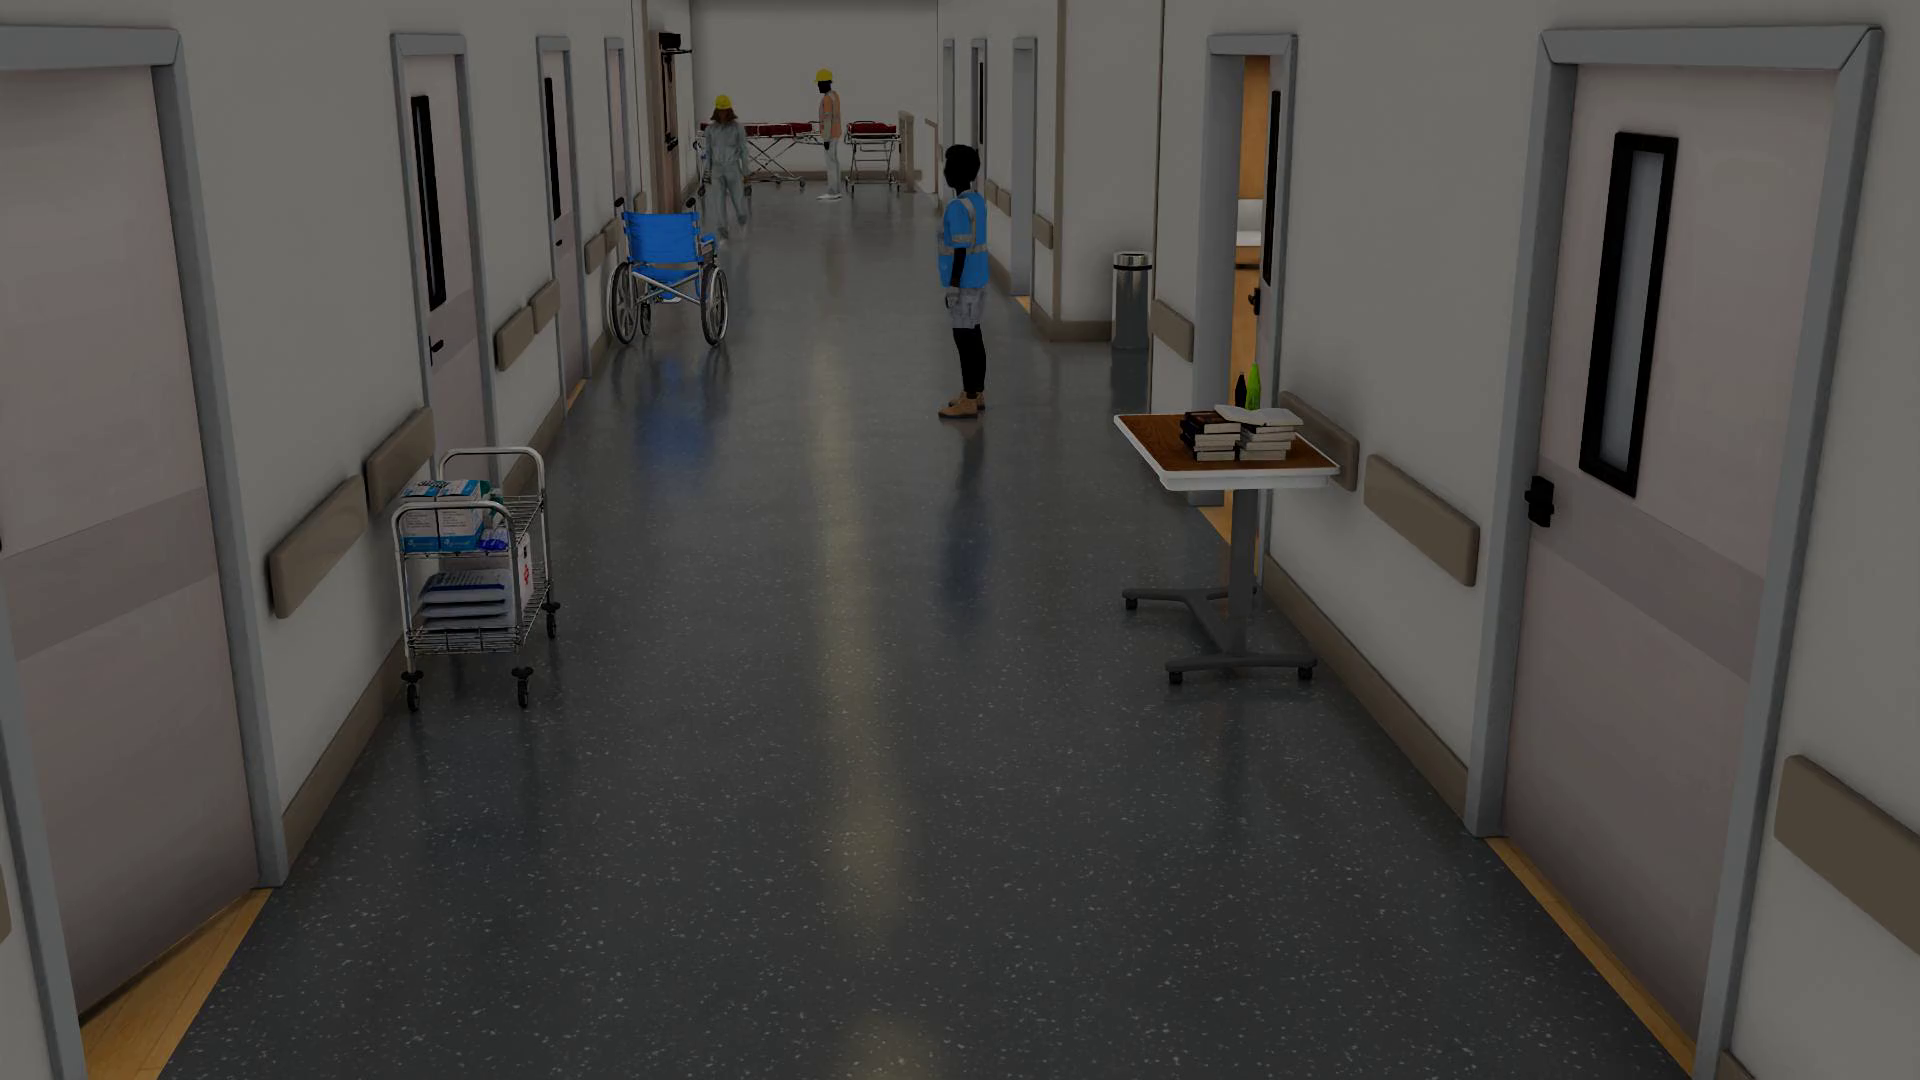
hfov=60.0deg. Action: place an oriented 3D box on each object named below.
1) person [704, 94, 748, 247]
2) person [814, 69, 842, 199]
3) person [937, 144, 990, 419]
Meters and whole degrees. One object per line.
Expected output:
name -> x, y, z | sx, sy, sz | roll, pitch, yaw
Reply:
person -> -2.703, -4.300, 19.359 | 0.493, 1.729, 0.589 | 1, 17, 3
person -> -1.988, -6.108, 25.078 | 0.393, 1.918, 0.585 | 2, 17, 5
person -> 0.018, -1.611, 10.423 | 0.316, 1.695, 0.542 | 4, 17, 14
